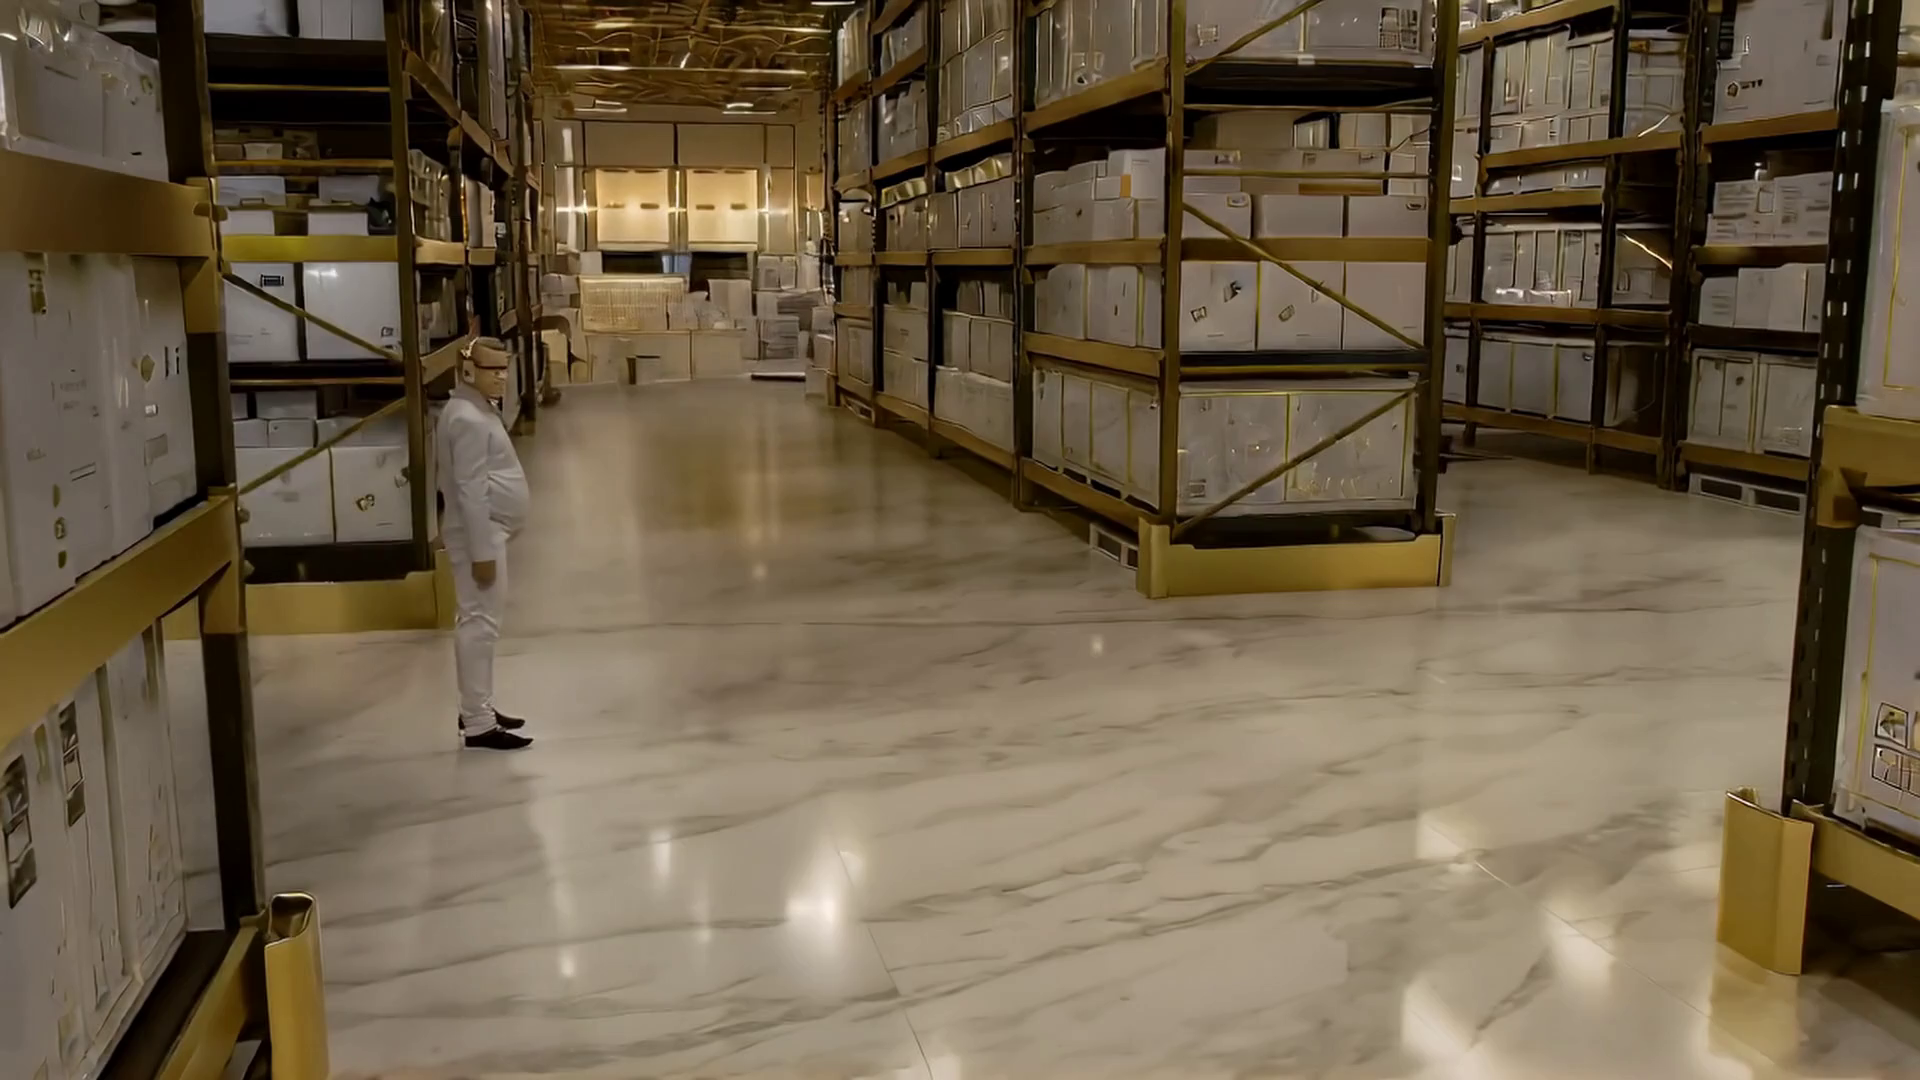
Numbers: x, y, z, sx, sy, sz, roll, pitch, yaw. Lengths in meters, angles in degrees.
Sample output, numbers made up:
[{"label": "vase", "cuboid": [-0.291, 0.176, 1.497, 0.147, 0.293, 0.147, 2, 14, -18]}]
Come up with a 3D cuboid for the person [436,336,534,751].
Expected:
[{"label": "person", "cuboid": [-2.196, 0.013, 7.715, 0.399, 1.905, 0.642, -3, 10, -17]}]

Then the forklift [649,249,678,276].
[{"label": "forklift", "cuboid": [-9.883, -8.343, 55.675, 1.129, 2.768, 1.873, -7, 12, -38]}]

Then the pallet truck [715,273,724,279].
[{"label": "pallet truck", "cuboid": [-8.580, -8.986, 62.280, 1.885, 1.965, 0.823, 1, 9, 5]}]

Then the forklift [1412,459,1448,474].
[{"label": "forklift", "cuboid": [4.180, -2.136, 17.845, 1.129, 2.768, 1.873, -6, 11, -32]}]
